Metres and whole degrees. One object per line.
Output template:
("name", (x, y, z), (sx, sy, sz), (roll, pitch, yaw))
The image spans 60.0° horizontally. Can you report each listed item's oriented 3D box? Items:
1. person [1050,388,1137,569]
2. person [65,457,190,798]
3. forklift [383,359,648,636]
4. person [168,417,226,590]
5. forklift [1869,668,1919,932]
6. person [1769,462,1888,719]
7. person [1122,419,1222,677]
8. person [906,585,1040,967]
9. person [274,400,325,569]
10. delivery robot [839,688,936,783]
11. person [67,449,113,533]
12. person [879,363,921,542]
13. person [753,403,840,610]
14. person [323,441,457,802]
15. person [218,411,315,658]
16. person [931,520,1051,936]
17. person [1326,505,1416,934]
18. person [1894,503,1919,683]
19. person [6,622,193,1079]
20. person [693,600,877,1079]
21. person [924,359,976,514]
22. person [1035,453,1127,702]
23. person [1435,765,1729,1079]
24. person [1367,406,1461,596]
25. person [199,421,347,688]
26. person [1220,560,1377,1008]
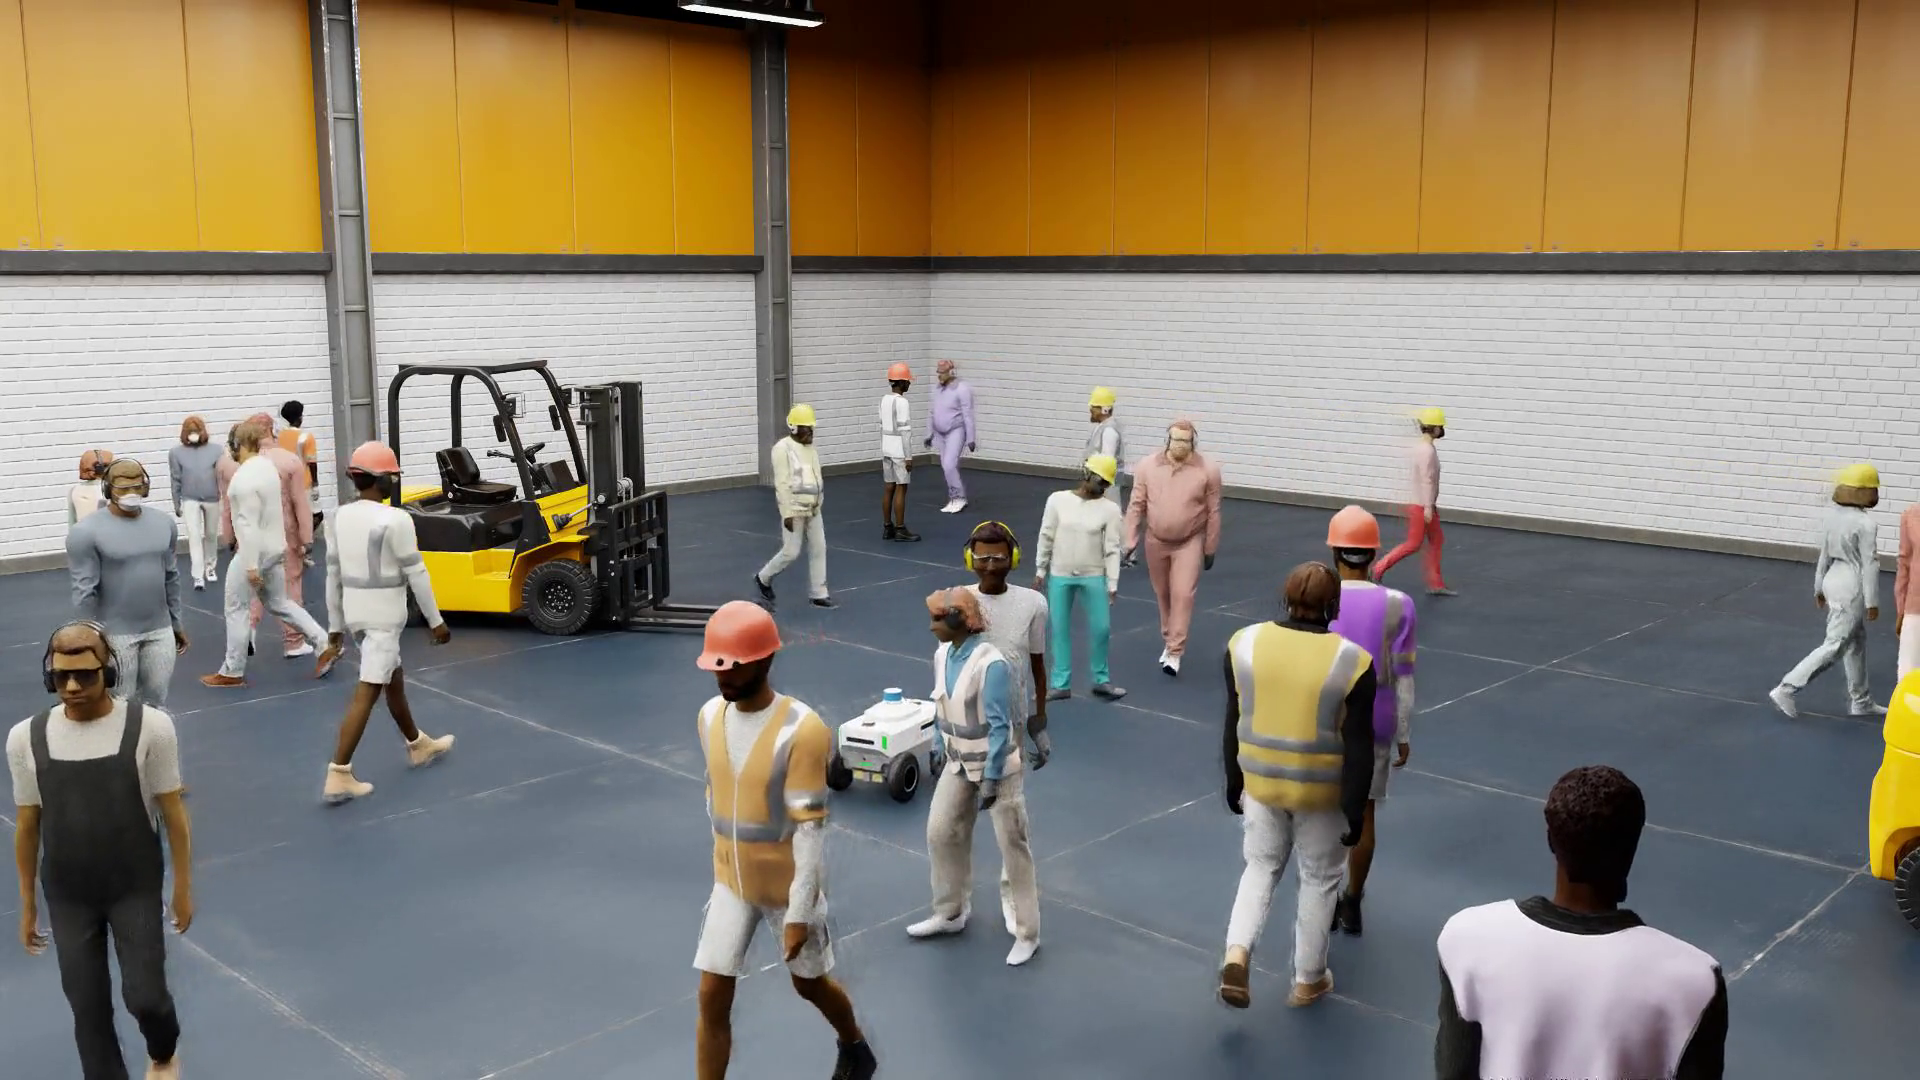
("person", (1.349, -0.593, 16.332), (0.847, 1.789, 0.616), (-1, 9, -5))
("person", (-4.528, 0.509, 9.107), (0.355, 1.936, 0.633), (5, 11, 29))
("forklift", (-3.850, -0.407, 13.936), (2.313, 2.155, 1.214), (2, 9, 11))
("person", (-7.042, -0.352, 15.446), (0.513, 1.586, 0.851), (-5, 10, -26))
("forklift", (5.205, 0.723, 7.013), (2.313, 2.155, 1.214), (9, 13, 43))
("person", (5.738, 0.338, 10.857), (0.836, 1.707, 0.494), (0, 9, -3))
("person", (1.530, 0.058, 12.117), (0.651, 1.853, 1.008), (4, 10, 21))
("person", (0.075, 0.991, 7.139), (0.406, 1.618, 0.534), (-7, 12, -36))
("person", (-6.496, -0.530, 16.279), (0.533, 1.678, 0.403), (3, 10, 18))
("delivery robot", (-0.382, 1.090, 9.487), (0.477, 0.478, 0.707), (5, 11, 28))
("person", (-6.297, 0.154, 12.204), (0.515, 1.636, 0.315), (3, 10, 18))
("person", (-0.660, -0.946, 18.027), (0.360, 1.939, 0.543), (-6, 11, -31))
("person", (-1.436, -0.286, 14.392), (0.727, 1.806, 0.609), (6, 11, 32))
("person", (-3.290, 0.436, 9.431), (0.628, 1.989, 1.070), (6, 11, 32))
("person", (-5.218, -0.017, 12.498), (0.710, 1.880, 0.556), (0, 9, 1))
("person", (0.137, 0.831, 7.357), (0.533, 1.864, 0.310), (0, 9, 1))
("person", (1.702, 0.816, 7.258), (0.544, 1.925, 0.556), (2, 9, 10))
("person", (5.765, 0.405, 9.681), (0.920, 1.963, 0.623), (-7, 11, -36))
("person", (-2.827, 1.148, 5.522), (0.522, 1.829, 0.524), (-2, 10, -13))
("person", (-0.625, 1.111, 5.582), (0.544, 1.900, 0.943), (5, 11, 30))
("person", (-0.125, -1.250, 20.091), (0.506, 1.882, 0.652), (-7, 12, -38))
("person", (0.813, 0.263, 11.294), (0.639, 1.720, 0.342), (1, 9, 7))
("person", (1.307, 1.424, 3.572), (0.599, 1.921, 0.395), (6, 11, 31))
("person", (4.090, -0.338, 14.931), (0.790, 1.742, 0.532), (2, 10, 14))
("person", (-4.901, 0.100, 11.788), (0.914, 1.904, 0.638), (-1, 9, -5))
("person", (1.309, 0.987, 6.513), (0.628, 1.827, 0.625), (5, 11, 30))
